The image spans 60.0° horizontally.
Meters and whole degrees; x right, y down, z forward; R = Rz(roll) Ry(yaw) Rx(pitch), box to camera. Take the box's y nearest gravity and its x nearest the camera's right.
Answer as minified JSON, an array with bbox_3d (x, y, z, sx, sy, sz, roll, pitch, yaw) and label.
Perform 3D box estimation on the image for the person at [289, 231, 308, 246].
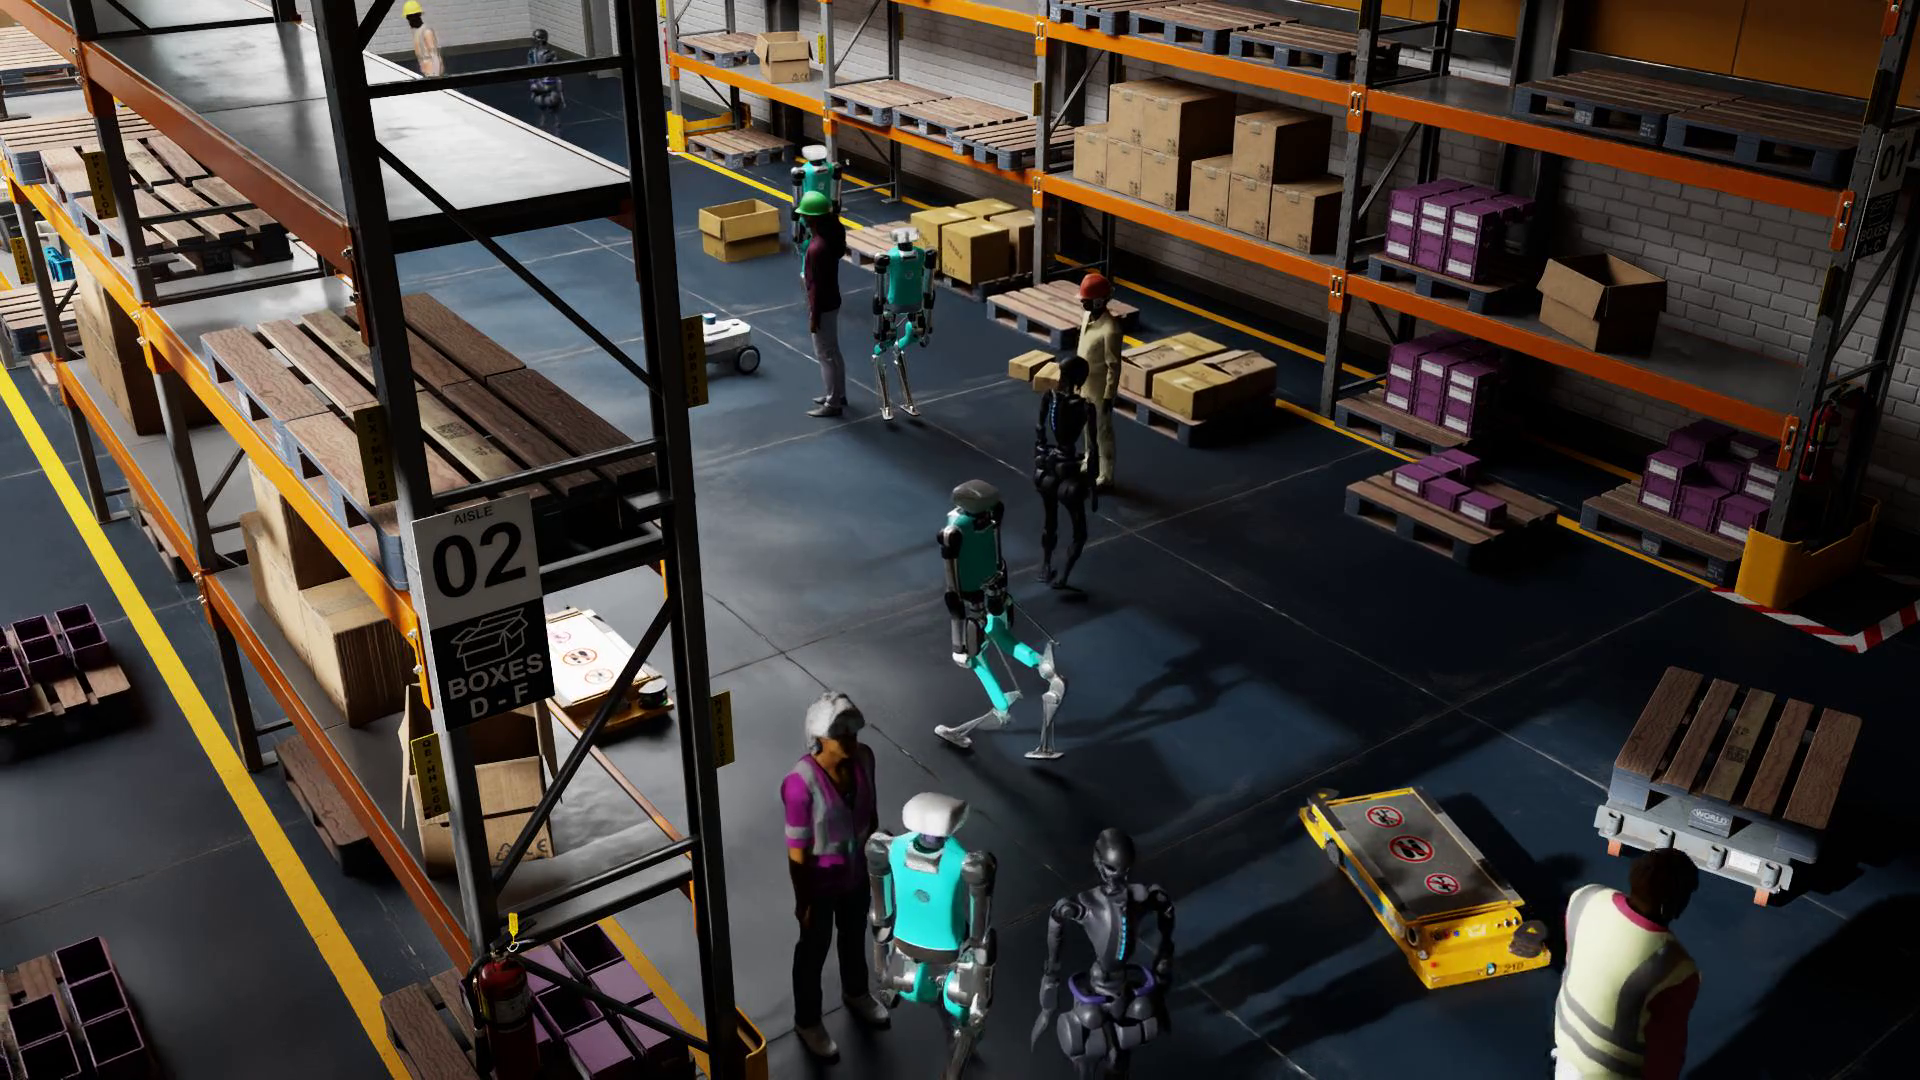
[{"bbox_3d":[-6.376,-2.678,15.802,0.287,1.629,0.498,13,30,25],"label":"person"}]

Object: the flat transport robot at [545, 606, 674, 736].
[{"bbox_3d":[-2.410,0.794,10.407,0.659,0.231,1.431,-18,32,-31],"label":"flat transport robot"}]

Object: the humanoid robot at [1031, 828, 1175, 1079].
[{"bbox_3d":[0.580,1.882,6.708,0.589,1.654,0.604,-7,28,-14],"label":"humanoid robot"}]

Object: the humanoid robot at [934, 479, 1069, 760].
[{"bbox_3d":[0.298,0.546,9.305,1.009,1.760,0.530,16,31,29],"label":"humanoid robot"}]

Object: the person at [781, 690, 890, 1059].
[{"bbox_3d":[-0.552,1.459,7.342,0.508,1.839,0.337,-24,35,-39],"label":"person"}]

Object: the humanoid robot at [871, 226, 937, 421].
[{"bbox_3d":[-0.532,-1.856,13.897,0.533,1.677,0.735,-10,28,-18],"label":"humanoid robot"}]

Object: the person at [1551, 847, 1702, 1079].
[{"bbox_3d":[2.537,1.950,6.373,0.503,1.822,0.658,-10,28,-20],"label":"person"}]

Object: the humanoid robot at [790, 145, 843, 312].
[{"bbox_3d":[-1.514,-3.043,16.561,0.539,1.880,0.825,-14,30,-26],"label":"humanoid robot"}]

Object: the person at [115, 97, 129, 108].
[{"bbox_3d":[-10.276,-5.107,20.242,0.401,1.986,0.610,10,28,19],"label":"person"}]

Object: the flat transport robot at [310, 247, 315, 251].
[{"bbox_3d":[-7.186,-3.089,18.131,1.431,0.231,0.659,16,31,29],"label":"flat transport robot"}]

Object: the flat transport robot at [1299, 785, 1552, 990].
[{"bbox_3d":[2.357,1.724,8.558,0.659,0.231,1.431,-7,28,-14],"label":"flat transport robot"}]

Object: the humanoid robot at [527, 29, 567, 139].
[{"bbox_3d":[-5.584,-6.031,22.414,0.588,1.657,0.349,12,29,22],"label":"humanoid robot"}]

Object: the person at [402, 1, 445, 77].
[{"bbox_3d":[-7.359,-6.600,23.315,0.685,1.888,0.626,-16,31,-29],"label":"person"}]

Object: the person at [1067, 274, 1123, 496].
[{"bbox_3d":[1.026,-1.190,12.702,0.336,1.748,0.564,-8,28,-16],"label":"person"}]

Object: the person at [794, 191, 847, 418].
[{"bbox_3d":[-1.159,-1.988,14.086,0.429,1.943,0.493,3,27,5],"label":"person"}]

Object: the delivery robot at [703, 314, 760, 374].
[{"bbox_3d":[-2.243,-1.771,15.212,0.785,0.614,0.520,-20,33,-35],"label":"delivery robot"}]

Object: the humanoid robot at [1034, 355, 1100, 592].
[{"bbox_3d":[0.692,-0.444,11.314,0.432,1.645,0.611,-21,34,-36],"label":"humanoid robot"}]

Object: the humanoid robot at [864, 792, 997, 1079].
[{"bbox_3d":[-0.024,1.718,7.021,0.534,1.849,0.848,9,28,17],"label":"humanoid robot"}]
